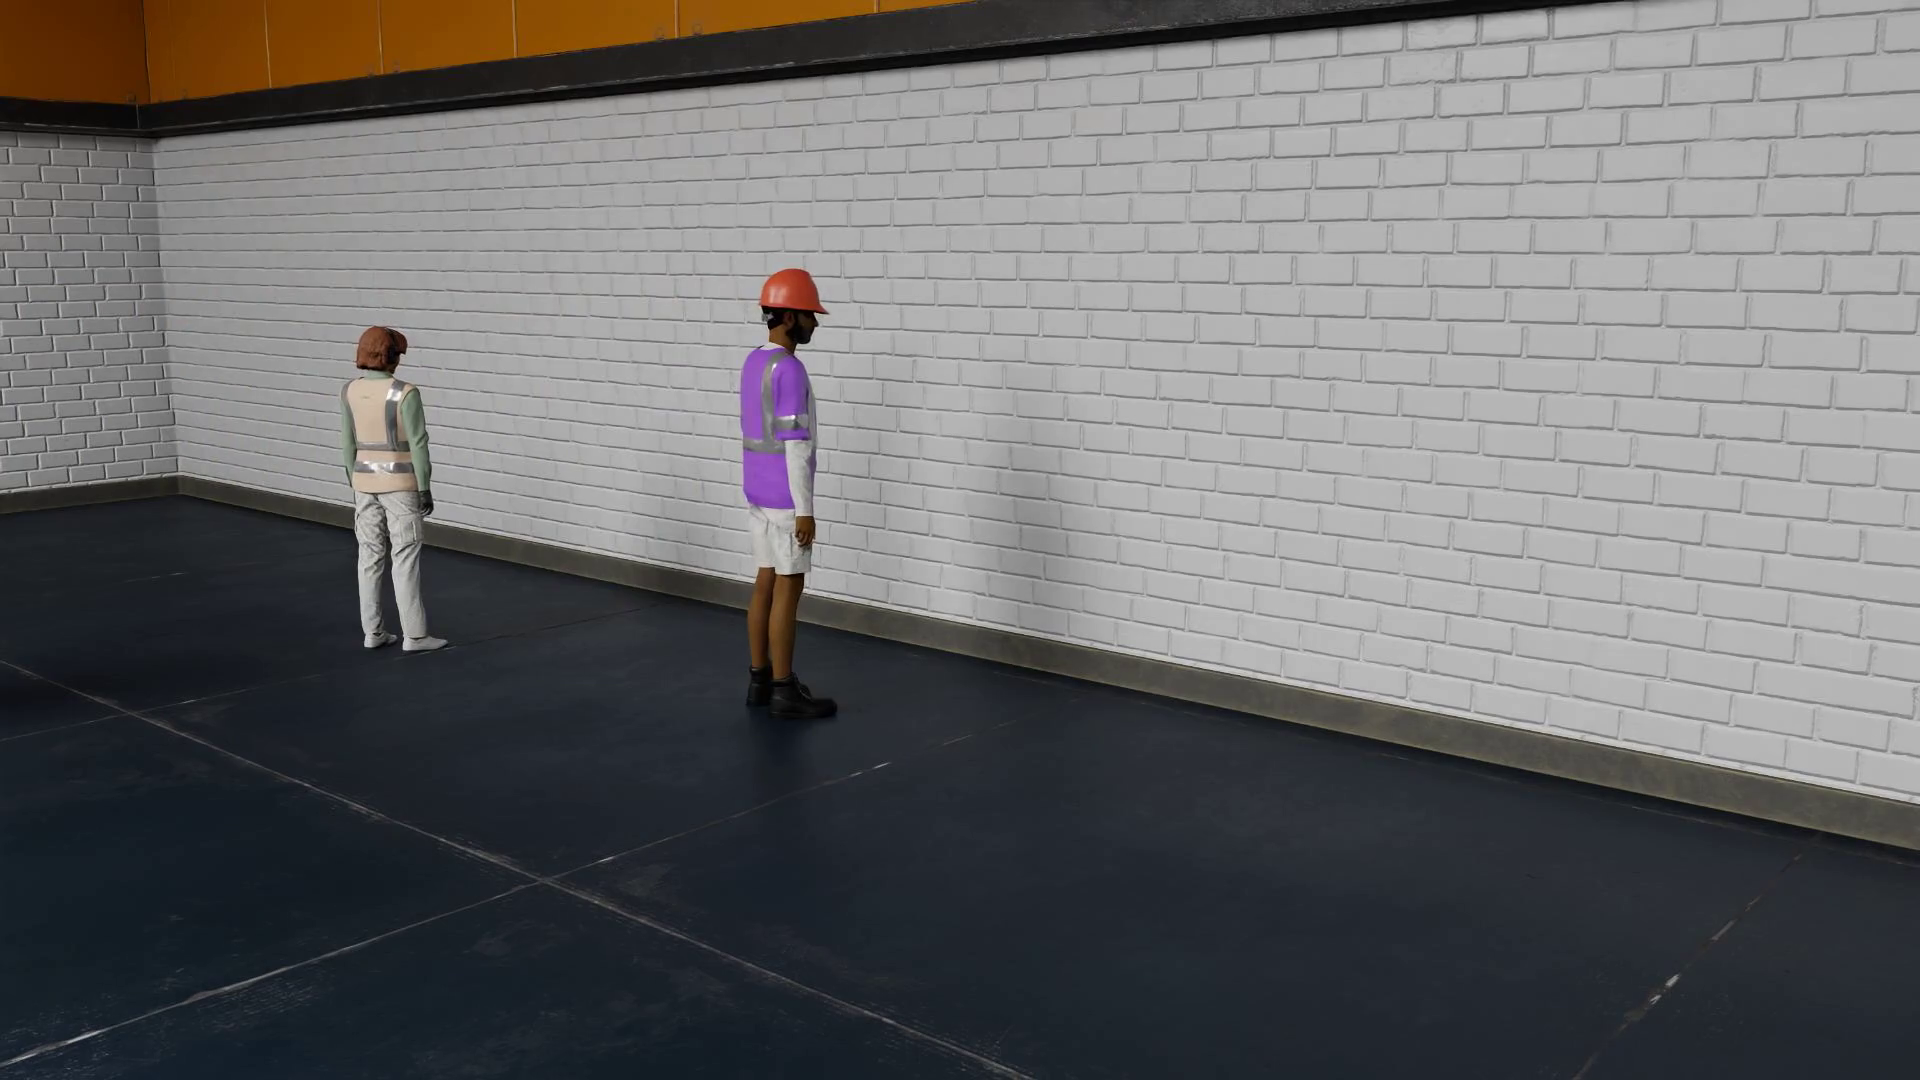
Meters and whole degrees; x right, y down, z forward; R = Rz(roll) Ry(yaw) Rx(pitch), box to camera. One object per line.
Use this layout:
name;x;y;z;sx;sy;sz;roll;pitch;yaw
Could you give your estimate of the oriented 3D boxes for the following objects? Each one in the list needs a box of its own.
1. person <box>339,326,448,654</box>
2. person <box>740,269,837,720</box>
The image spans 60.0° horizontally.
person;-2.852;-0.243;8.311;0.510;1.639;0.308;4;11;22
person;-0.741;-0.197;7.203;0.377;1.932;0.552;-5;11;-27
